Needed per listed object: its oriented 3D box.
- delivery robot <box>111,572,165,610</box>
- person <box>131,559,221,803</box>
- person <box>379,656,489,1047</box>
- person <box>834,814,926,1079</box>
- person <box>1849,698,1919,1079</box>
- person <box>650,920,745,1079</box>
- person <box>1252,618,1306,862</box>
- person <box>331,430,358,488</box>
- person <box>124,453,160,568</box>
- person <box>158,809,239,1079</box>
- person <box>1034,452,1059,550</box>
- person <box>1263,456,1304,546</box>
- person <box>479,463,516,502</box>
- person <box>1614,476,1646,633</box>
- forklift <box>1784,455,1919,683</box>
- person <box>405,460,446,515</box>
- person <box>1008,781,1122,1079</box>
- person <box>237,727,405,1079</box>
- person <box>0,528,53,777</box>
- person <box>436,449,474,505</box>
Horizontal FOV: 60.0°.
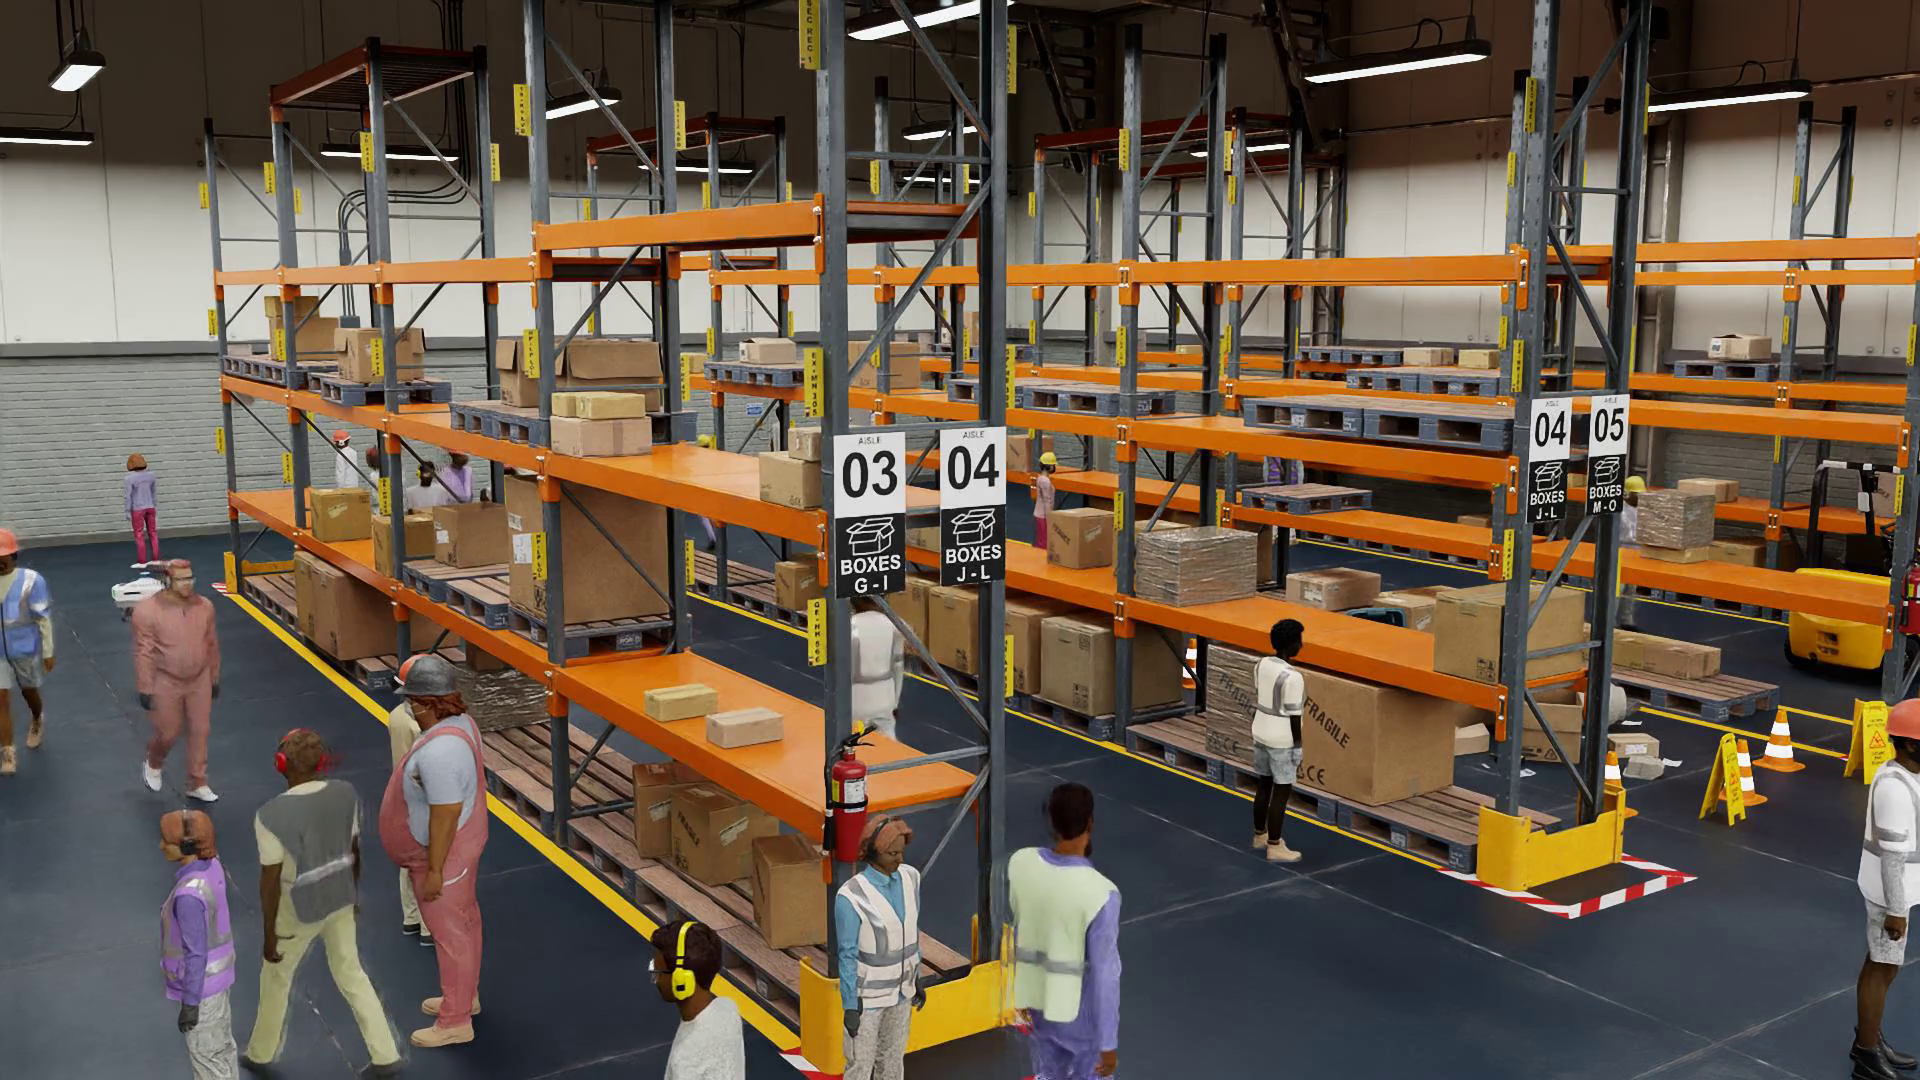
[{"bbox_3d":[-9.686,0.629,19.788,0.707,0.478,0.477,-3,9,-17],"label":"delivery robot"},{"bbox_3d":[-5.981,1.069,12.726,0.564,1.890,0.667,6,11,36],"label":"person"},{"bbox_3d":[-2.749,1.603,8.688,0.536,2.000,0.673,-1,9,-7],"label":"person"},{"bbox_3d":[-0.349,2.007,7.333,0.308,1.639,0.510,7,11,37],"label":"person"},{"bbox_3d":[4.633,1.727,8.202,0.362,1.939,0.542,5,10,30],"label":"person"},{"bbox_3d":[-0.863,2.168,5.547,0.328,1.861,0.500,1,9,6],"label":"person"},{"bbox_3d":[2.188,1.369,11.422,0.319,1.688,0.537,-3,9,-18],"label":"person"},{"bbox_3d":[-9.627,-0.855,26.046,0.349,1.743,0.563,0,9,3],"label":"person"},{"bbox_3d":[-11.562,-0.412,23.495,0.280,1.625,0.493,4,10,27],"label":"person"},{"bbox_3d":[-3.388,1.994,7.422,0.306,1.637,0.522,-2,9,-16],"label":"person"},{"bbox_3d":[1.159,-0.301,22.312,0.336,1.757,0.518,-1,9,-4],"label":"person"},{"bbox_3d":[4.981,-0.833,25.569,0.633,1.843,0.429,4,9,25],"label":"person"},{"bbox_3d":[-5.304,-0.004,19.504,0.617,2.009,0.883,-5,10,-32],"label":"person"},{"bbox_3d":[7.586,0.177,18.872,0.600,1.829,0.404,-5,10,-31],"label":"person"},{"bbox_3d":[9.643,0.253,17.172,2.313,2.155,1.214,-6,10,-33],"label":"forklift"},{"bbox_3d":[-6.605,-0.089,20.635,0.516,1.847,0.739,-3,9,-20],"label":"person"},{"bbox_3d":[0.403,1.948,6.890,0.572,1.890,0.627,-8,12,-43],"label":"person"},{"bbox_3d":[-3.195,1.808,8.207,0.932,1.785,0.587,5,10,32],"label":"person"},{"bbox_3d":[-7.826,0.867,13.758,0.615,2.008,0.998,-3,9,-18],"label":"person"},{"bbox_3d":[-6.408,-0.278,21.285,0.569,2.016,0.644,5,10,30],"label":"person"}]
